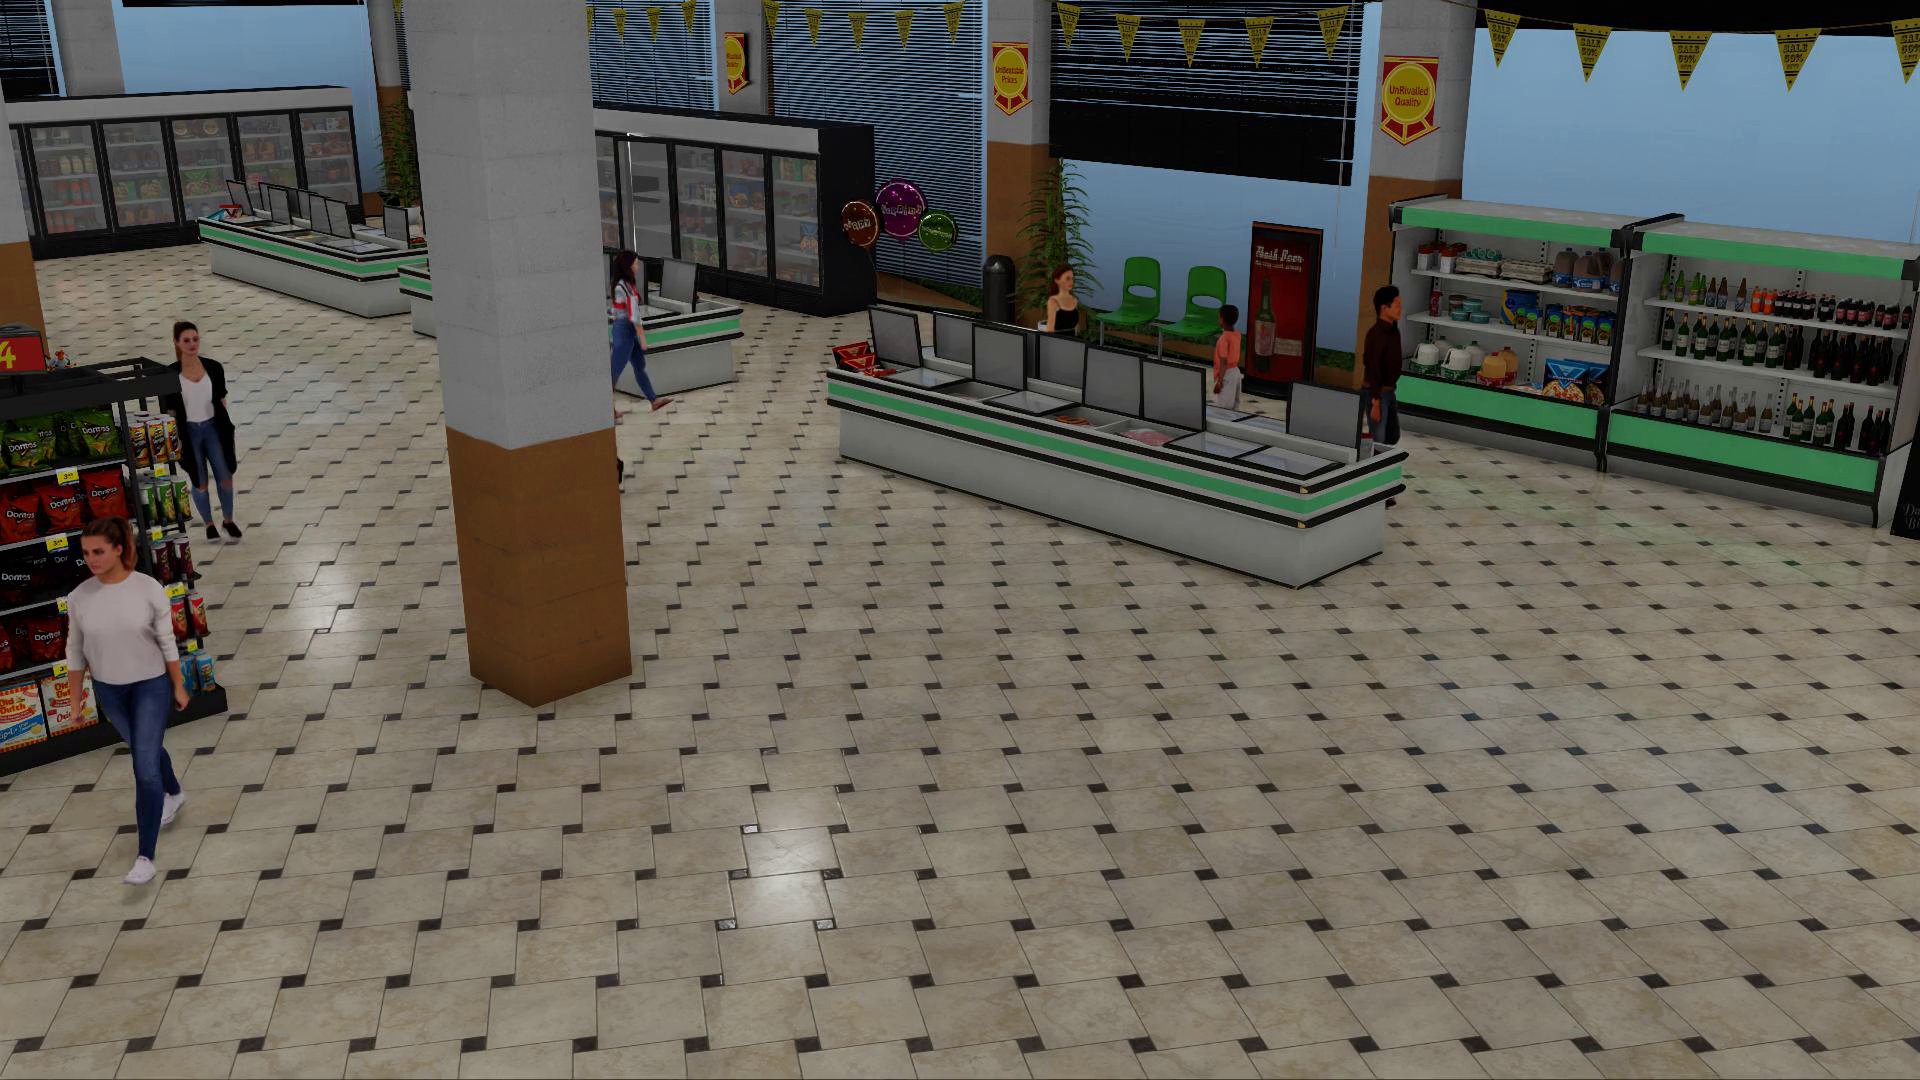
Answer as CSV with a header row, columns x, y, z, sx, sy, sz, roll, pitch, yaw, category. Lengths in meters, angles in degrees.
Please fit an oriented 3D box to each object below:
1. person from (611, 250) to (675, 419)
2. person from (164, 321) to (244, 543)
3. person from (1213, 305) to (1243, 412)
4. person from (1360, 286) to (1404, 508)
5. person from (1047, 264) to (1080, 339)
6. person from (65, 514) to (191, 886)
x,y,z,sx,sy,sz,roll,pitch,yaw,category
-3.257,-1.922,15.781,0.975,1.573,1.061,-7,20,-19,person
-5.644,-0.798,12.295,0.702,1.670,0.747,-11,22,-30,person
2.393,-1.447,14.786,0.509,1.309,0.508,13,23,34,person
3.226,-1.132,13.124,0.863,1.773,0.784,10,21,27,person
0.850,-1.674,14.986,0.575,1.611,0.803,-17,25,-41,person
-3.871,0.702,7.849,1.115,1.669,1.203,-1,19,-2,person
